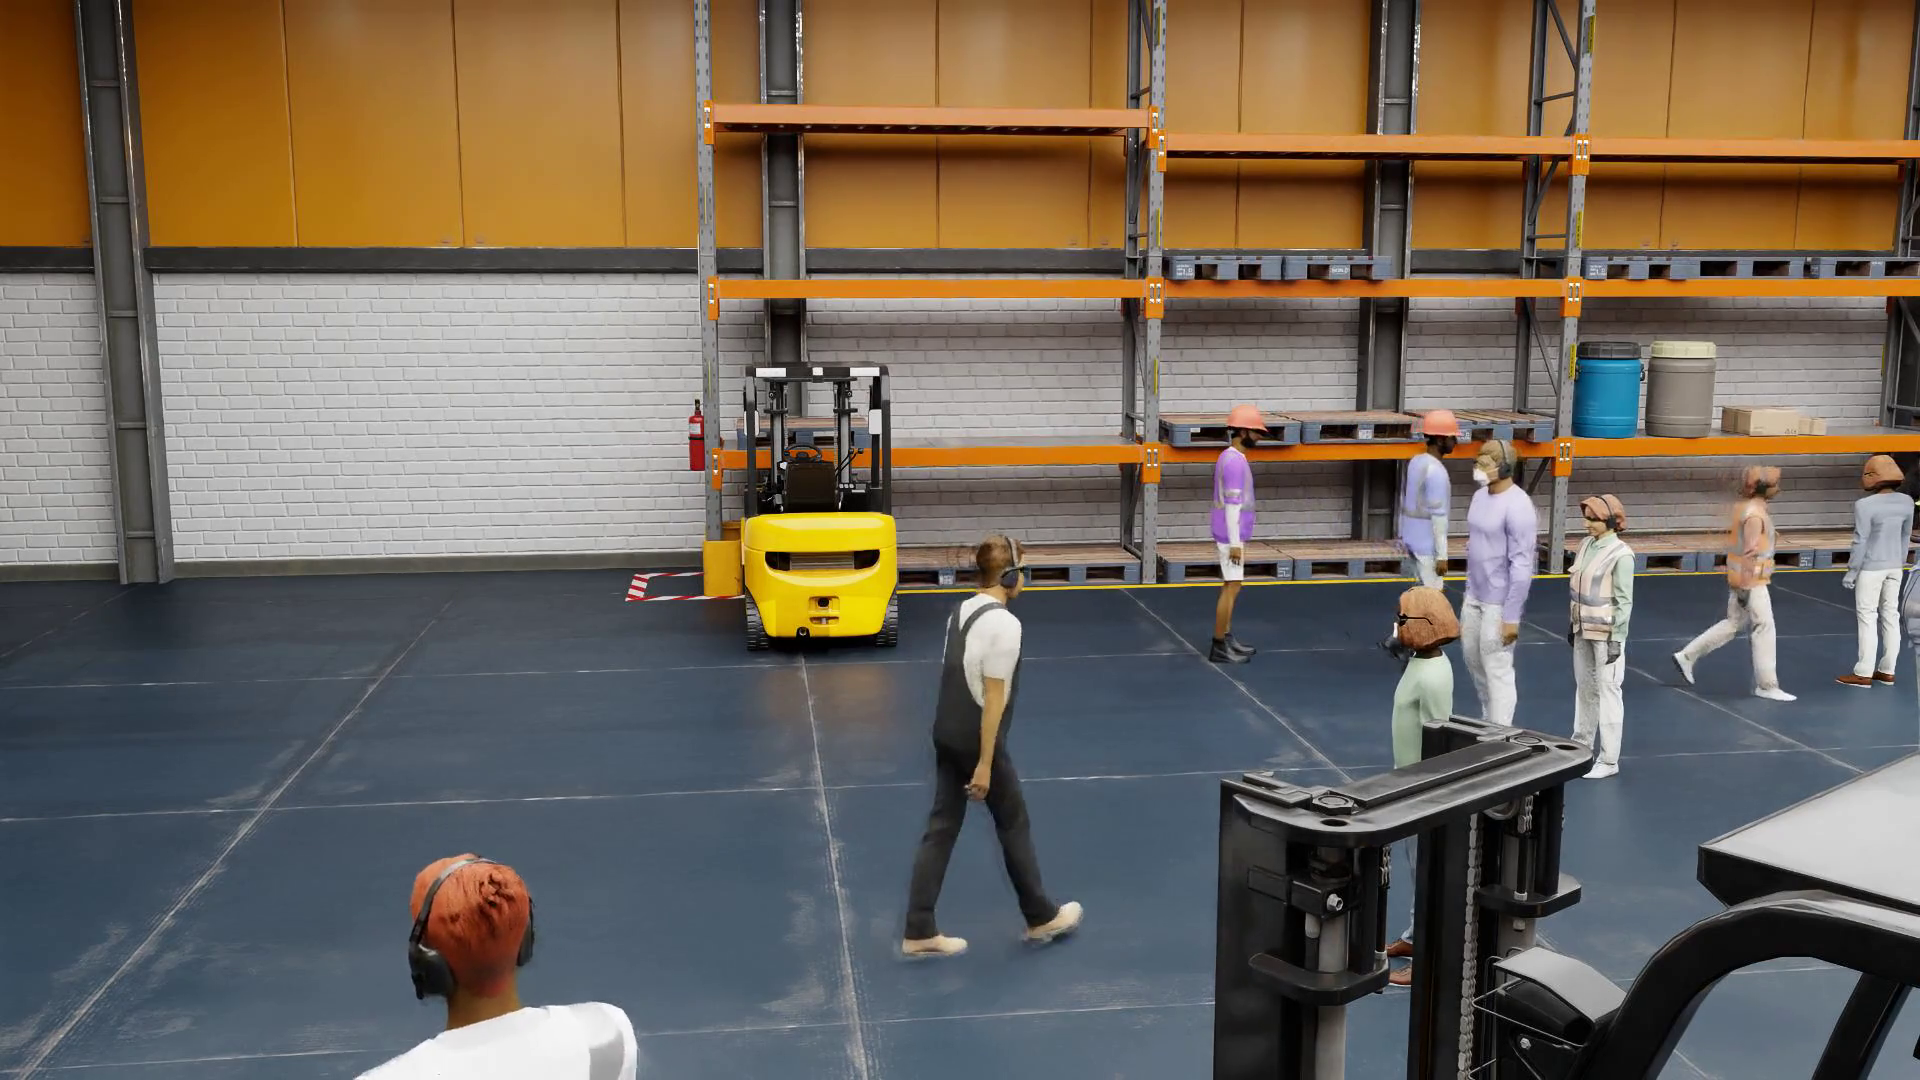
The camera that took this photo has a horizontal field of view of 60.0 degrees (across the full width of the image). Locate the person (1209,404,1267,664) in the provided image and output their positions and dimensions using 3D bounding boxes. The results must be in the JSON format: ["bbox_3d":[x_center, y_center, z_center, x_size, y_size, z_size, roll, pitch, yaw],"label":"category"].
[{"bbox_3d":[2.065,-0.045,12.358,0.387,1.929,0.554,2,9,10],"label":"person"}]

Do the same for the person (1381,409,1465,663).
[{"bbox_3d":[3.366,0.025,11.912,0.421,1.924,0.570,0,9,-2],"label":"person"}]

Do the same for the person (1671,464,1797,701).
[{"bbox_3d":[5.310,0.273,11.344,0.747,1.614,0.541,4,10,21],"label":"person"}]

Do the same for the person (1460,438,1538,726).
[{"bbox_3d":[3.162,0.369,9.749,0.521,1.938,0.681,-1,9,-6],"label":"person"}]

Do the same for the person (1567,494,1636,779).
[{"bbox_3d":[3.666,0.547,9.558,0.308,1.640,0.511,-2,9,-11],"label":"person"}]

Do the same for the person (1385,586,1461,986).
[{"bbox_3d":[1.866,0.994,6.781,0.278,1.633,0.507,1,9,8],"label":"person"}]

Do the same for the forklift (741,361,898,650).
[{"bbox_3d":[-1.154,-0.340,13.365,1.214,2.155,2.313,-1,9,-7],"label":"forklift"}]

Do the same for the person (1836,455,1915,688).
[{"bbox_3d":[6.403,0.219,11.622,0.498,1.633,0.285,-3,10,-19],"label":"person"}]

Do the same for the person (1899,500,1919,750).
[{"bbox_3d":[5.256,0.555,8.908,0.403,1.830,0.599,2,9,13],"label":"person"}]

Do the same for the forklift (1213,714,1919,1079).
[{"bbox_3d":[1.441,1.425,2.350,1.214,2.155,2.313,-7,12,-39],"label":"forklift"}]

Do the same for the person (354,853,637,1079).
[{"bbox_3d":[-0.839,1.478,3.035,0.597,1.866,0.726,-7,12,-38],"label":"person"}]

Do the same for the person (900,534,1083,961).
[{"bbox_3d":[0.132,0.881,7.052,0.925,1.783,0.545,-6,11,-32],"label":"person"}]
